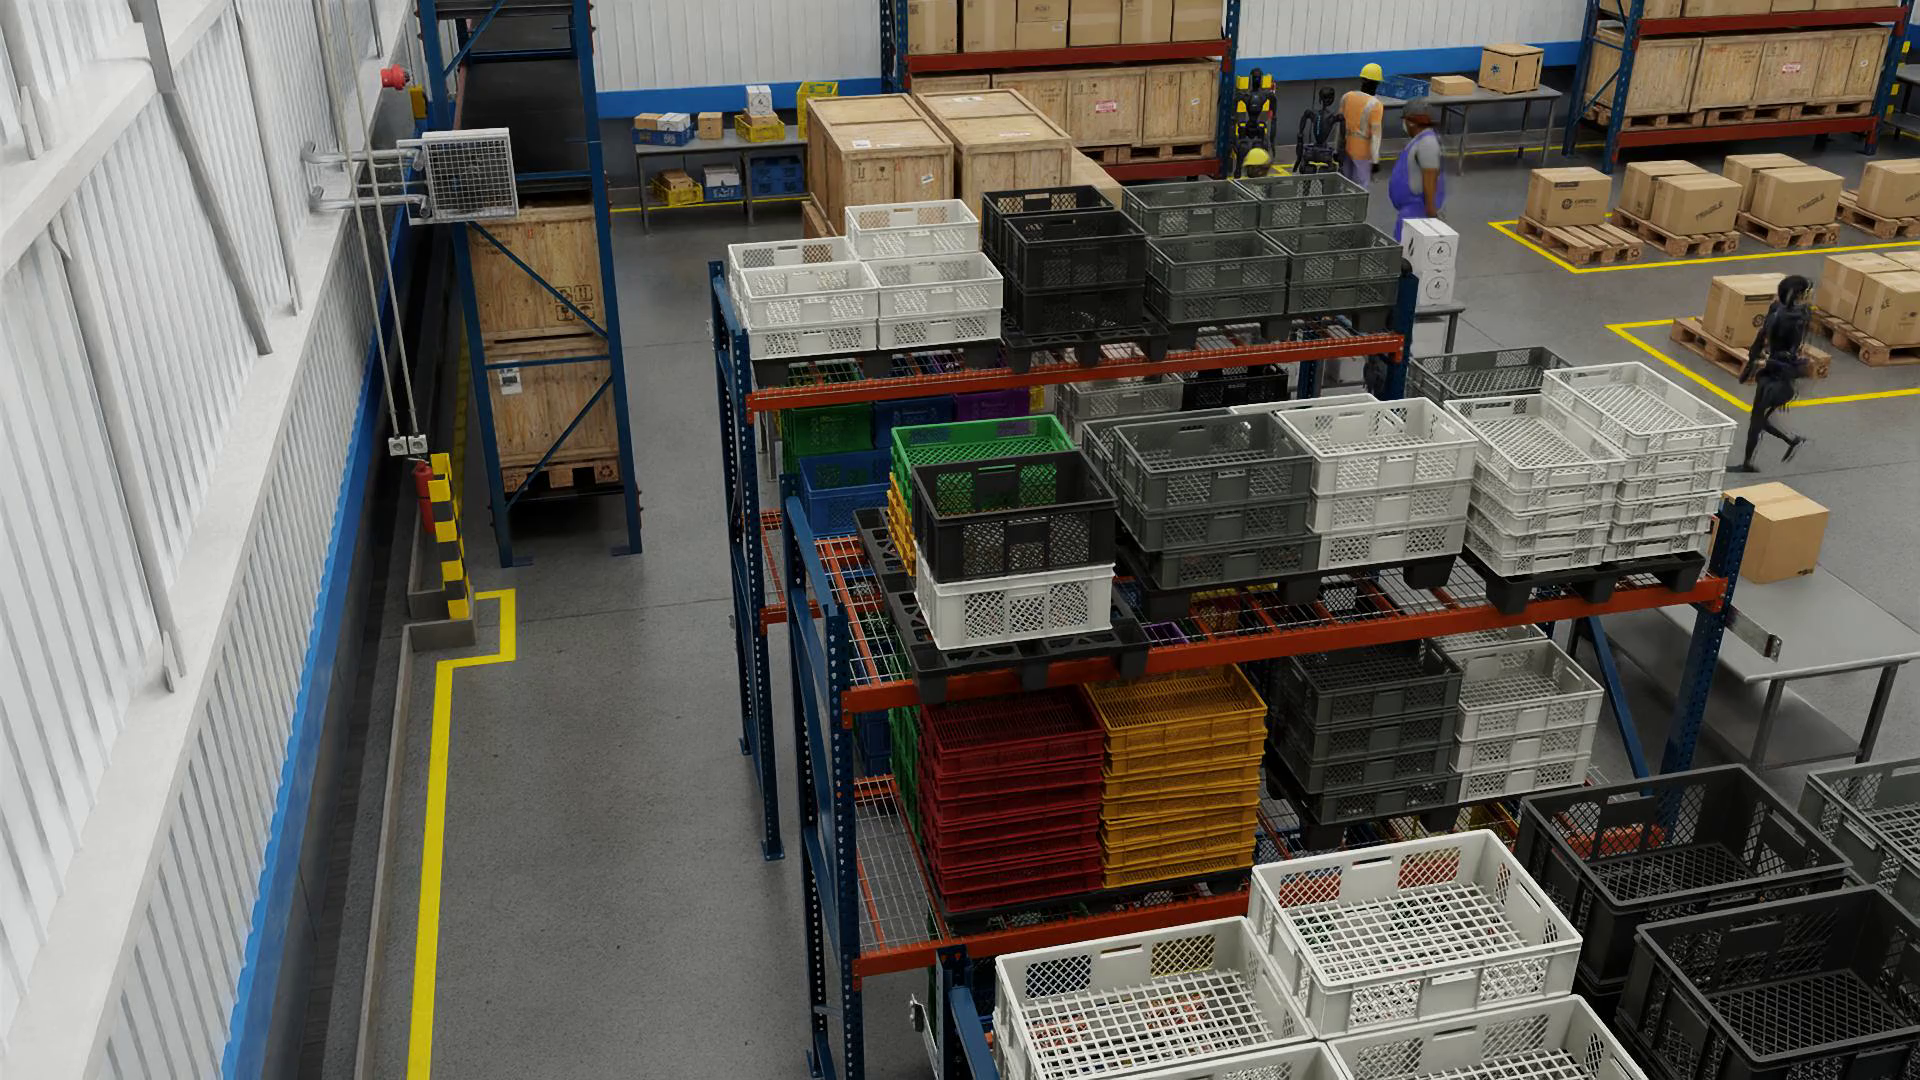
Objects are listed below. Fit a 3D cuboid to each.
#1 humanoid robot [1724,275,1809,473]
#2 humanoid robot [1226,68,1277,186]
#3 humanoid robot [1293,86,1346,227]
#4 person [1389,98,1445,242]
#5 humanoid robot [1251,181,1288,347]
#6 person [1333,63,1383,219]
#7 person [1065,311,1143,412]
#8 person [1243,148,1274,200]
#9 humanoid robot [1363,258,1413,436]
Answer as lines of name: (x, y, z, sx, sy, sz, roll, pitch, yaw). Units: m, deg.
humanoid robot: (6.441, -1.298, 13.020, 0.552, 1.642, 0.577, 1, 28, 3)
humanoid robot: (3.406, -4.679, 19.410, 0.569, 1.648, 0.345, 1, 28, 2)
humanoid robot: (3.993, -4.209, 18.506, 0.606, 1.657, 0.321, 15, 31, 27)
person: (4.598, -3.467, 16.726, 0.856, 2.000, 0.718, 9, 29, 16)
humanoid robot: (2.788, -2.540, 15.387, 0.610, 1.647, 0.367, -16, 32, -28)
person: (4.447, -4.331, 18.524, 0.434, 1.902, 0.613, -20, 34, -33)
person: (1.061, -1.109, 12.300, 0.609, 1.995, 0.375, -5, 28, -10)
person: (2.823, -2.858, 15.867, 0.331, 1.763, 0.546, 4, 28, 7)
humanoid robot: (3.421, -1.459, 13.289, 0.614, 1.657, 0.308, -25, 37, -39)
